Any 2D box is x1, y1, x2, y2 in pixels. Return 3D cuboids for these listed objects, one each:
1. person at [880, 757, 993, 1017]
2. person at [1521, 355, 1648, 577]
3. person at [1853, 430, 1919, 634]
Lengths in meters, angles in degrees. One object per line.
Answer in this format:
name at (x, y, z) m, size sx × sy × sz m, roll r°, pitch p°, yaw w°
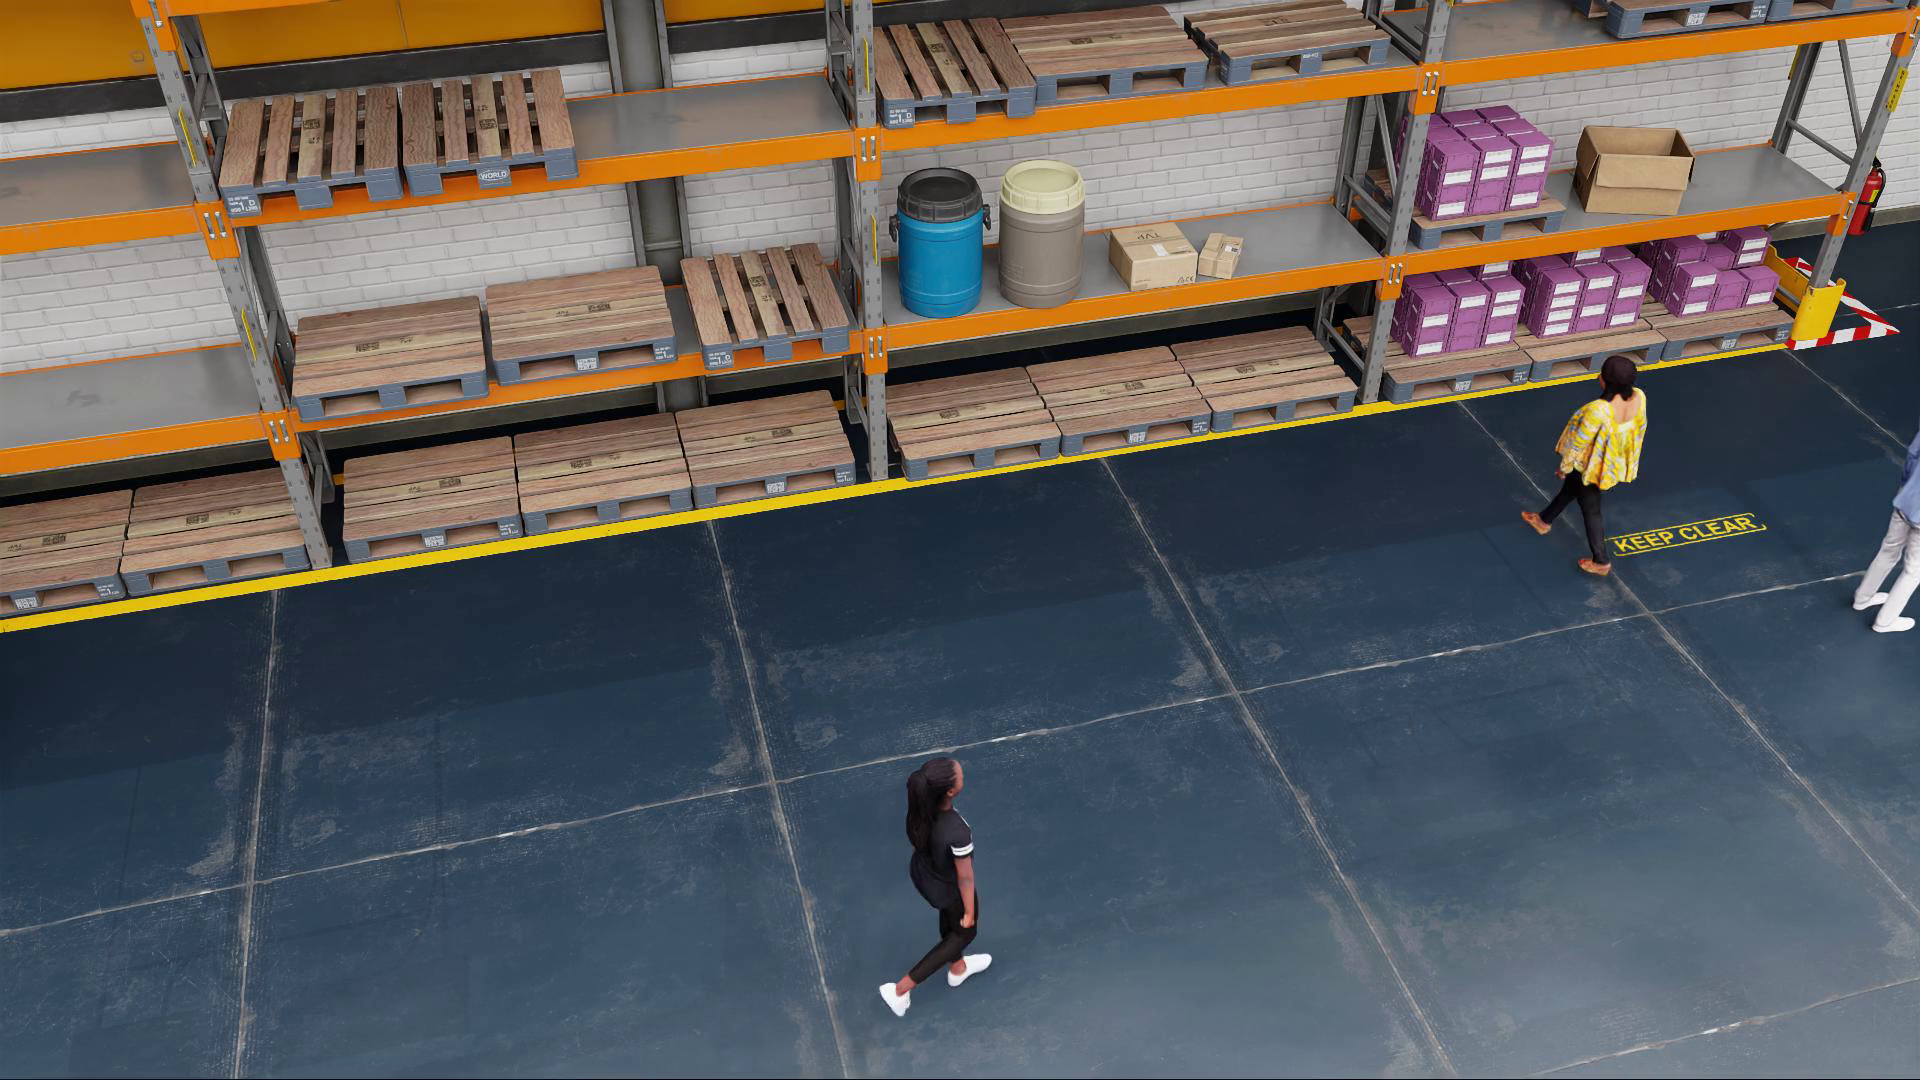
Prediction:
person at (-0.134, 1.752, 8.309) m, size 1.037 × 1.715 × 0.821 m, roll -24°, pitch 45°, yaw -27°
person at (4.310, -0.455, 11.155) m, size 1.074 × 1.612 × 0.992 m, roll -25°, pitch 45°, yaw -28°
person at (6.176, -0.214, 10.633) m, size 0.599 × 1.886 × 0.660 m, roll -5°, pitch 39°, yaw -6°
